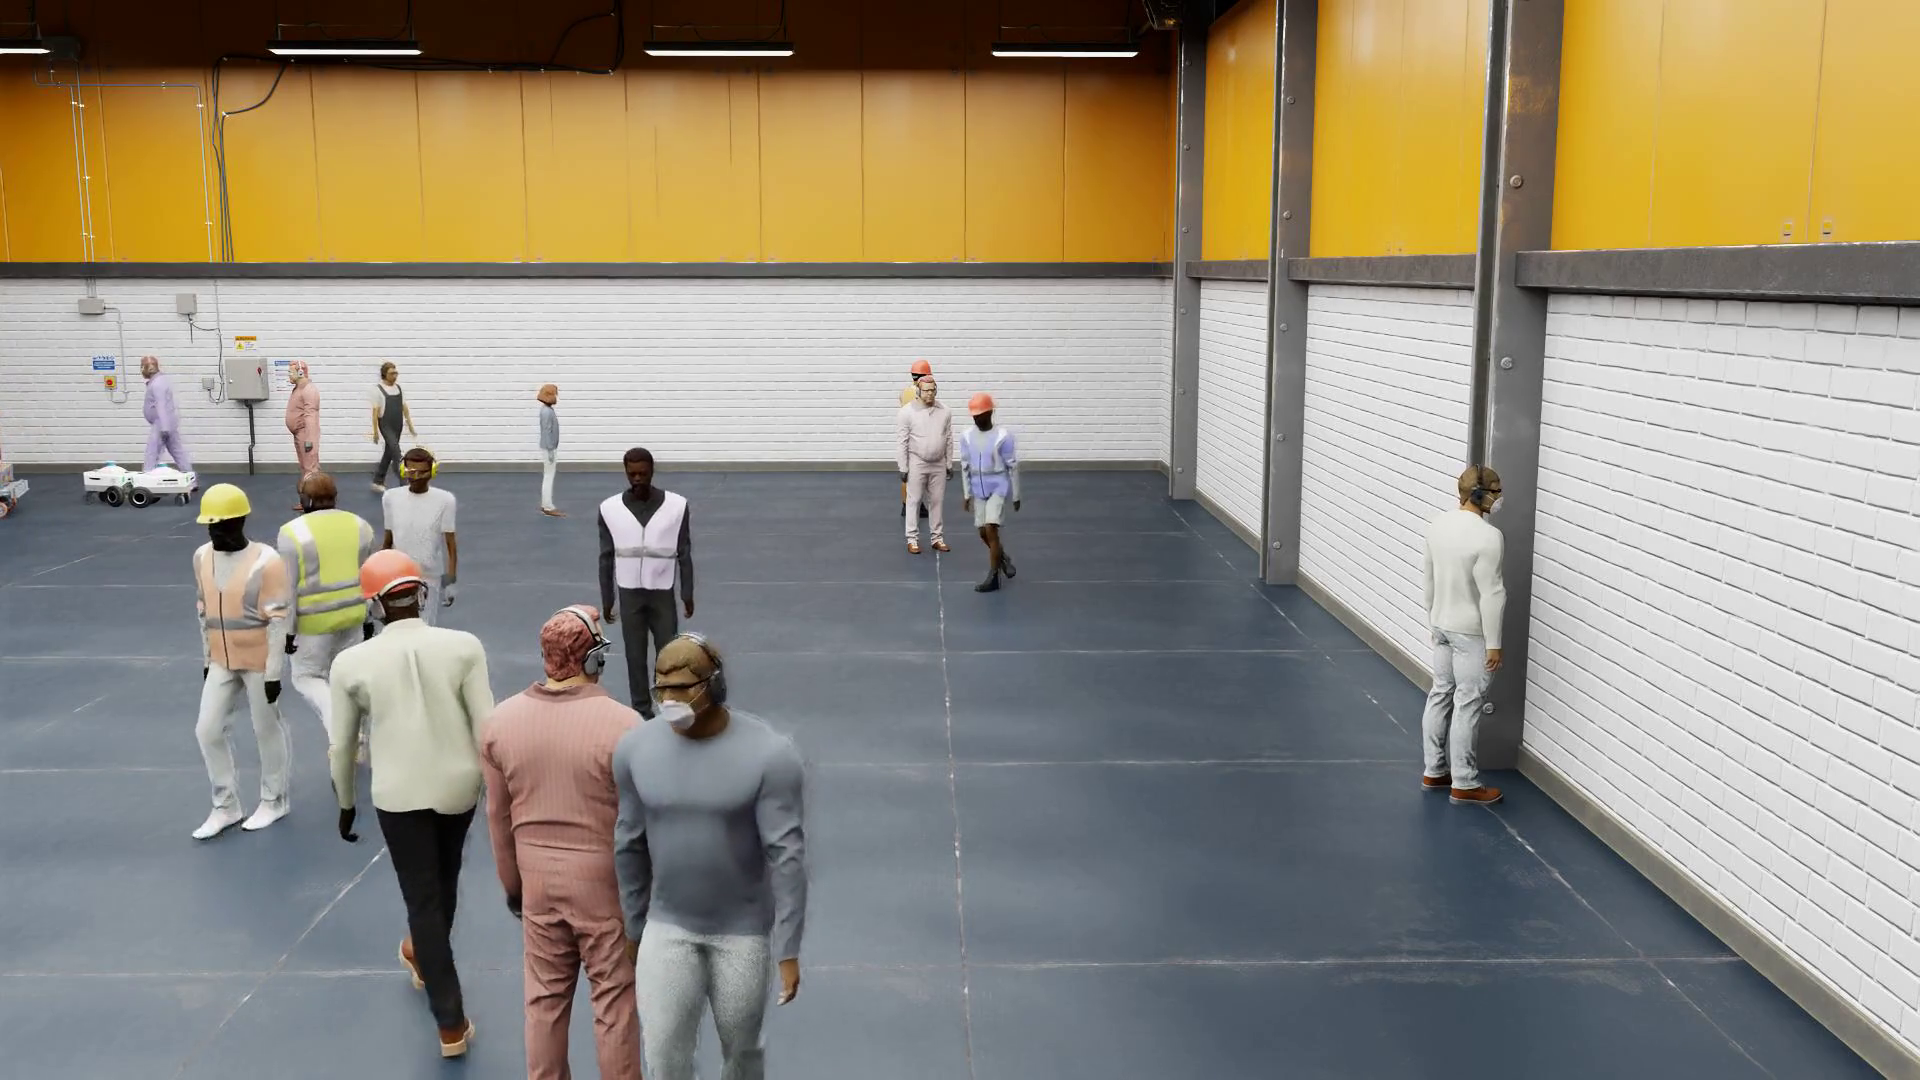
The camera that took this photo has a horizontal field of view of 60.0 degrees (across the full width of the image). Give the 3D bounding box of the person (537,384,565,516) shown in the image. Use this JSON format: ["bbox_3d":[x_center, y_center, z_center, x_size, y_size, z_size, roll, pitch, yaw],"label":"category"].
[{"bbox_3d":[-5.038,-1.108,20.467,0.267,1.633,0.507,-2,9,-11],"label":"person"}]

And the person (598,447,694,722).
[{"bbox_3d":[-2.045,0.328,10.843,0.608,1.898,0.548,-1,9,-8],"label":"person"}]

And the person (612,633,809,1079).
[{"bbox_3d":[-0.787,1.241,5.190,0.666,1.911,0.667,1,9,6],"label":"person"}]

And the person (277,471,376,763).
[{"bbox_3d":[-3.811,0.493,10.072,0.478,1.823,0.652,7,12,37],"label":"person"}]

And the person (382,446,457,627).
[{"bbox_3d":[-3.696,0.281,11.314,0.542,1.838,0.706,-2,9,-11],"label":"person"}]

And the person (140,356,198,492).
[{"bbox_3d":[-10.811,-1.529,22.358,0.976,1.856,0.657,-3,10,-18],"label":"person"}]

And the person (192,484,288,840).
[{"bbox_3d":[-3.868,0.652,8.823,0.623,1.902,0.679,3,10,17],"label":"person"}]

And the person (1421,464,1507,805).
[{"bbox_3d":[2.875,0.531,9.483,0.350,1.935,0.634,-3,10,-18],"label":"person"}]

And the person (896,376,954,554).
[{"bbox_3d":[-0.355,-0.799,17.769,0.644,1.903,0.401,-5,10,-27],"label":"person"}]

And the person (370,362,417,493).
[{"bbox_3d":[-7.640,-1.487,22.283,0.959,1.802,0.526,5,10,26],"label":"person"}]

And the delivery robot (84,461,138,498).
[{"bbox_3d":[-10.927,-0.776,21.441,0.707,0.478,0.477,3,10,19],"label":"delivery robot"}]

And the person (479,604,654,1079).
[{"bbox_3d":[-1.279,1.165,5.688,0.636,1.911,0.405,3,10,17],"label":"person"}]

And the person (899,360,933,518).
[{"bbox_3d":[-0.497,-1.231,20.323,0.382,1.932,0.542,-8,12,-41],"label":"person"}]

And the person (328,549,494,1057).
[{"bbox_3d":[-2.173,1.005,6.655,0.625,1.906,1.062,-5,11,-29],"label":"person"}]

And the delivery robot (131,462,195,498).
[{"bbox_3d":[-10.198,-0.753,21.296,0.707,0.478,0.477,-2,9,-10],"label":"delivery robot"}]

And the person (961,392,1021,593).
[{"bbox_3d":[0.327,-0.477,15.806,0.554,1.898,0.762,6,11,32],"label":"person"}]

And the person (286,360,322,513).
[{"bbox_3d":[-8.203,-1.290,20.784,0.402,1.901,0.647,-6,11,-33],"label":"person"}]
